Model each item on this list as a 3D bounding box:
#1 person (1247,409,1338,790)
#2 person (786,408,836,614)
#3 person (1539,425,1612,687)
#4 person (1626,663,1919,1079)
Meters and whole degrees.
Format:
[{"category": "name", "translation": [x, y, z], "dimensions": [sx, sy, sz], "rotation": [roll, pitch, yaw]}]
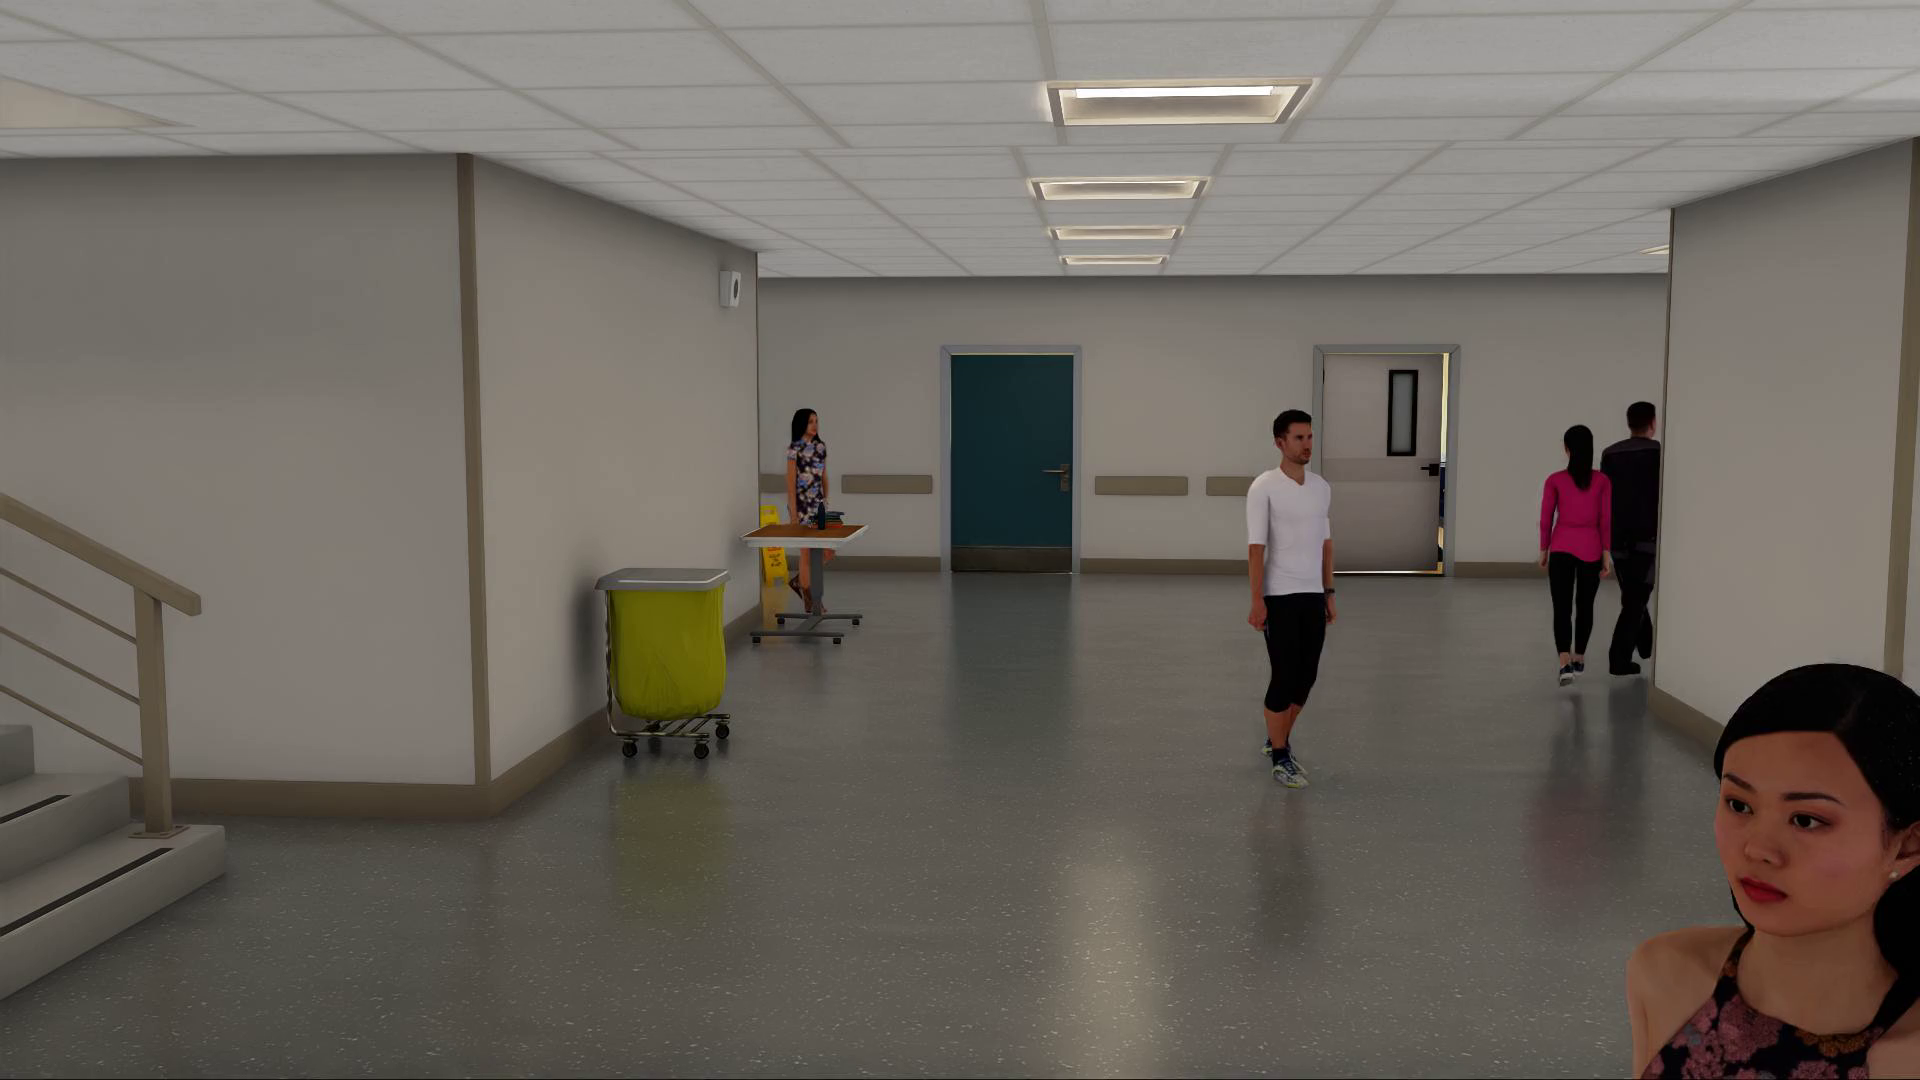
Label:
[{"category": "person", "translation": [1.647, 0.259, 8.341], "dimensions": [0.887, 1.870, 0.942], "rotation": [-3, 7, -30]}, {"category": "person", "translation": [-1.325, -0.245, 14.059], "dimensions": [0.865, 1.728, 0.803], "rotation": [5, 8, 42]}, {"category": "person", "translation": [3.918, 0.140, 10.600], "dimensions": [1.115, 1.655, 0.768], "rotation": [1, 6, 14]}, {"category": "person", "translation": [0.844, 0.998, 1.621], "dimensions": [1.079, 1.745, 0.976], "rotation": [-4, 7, -32]}]
